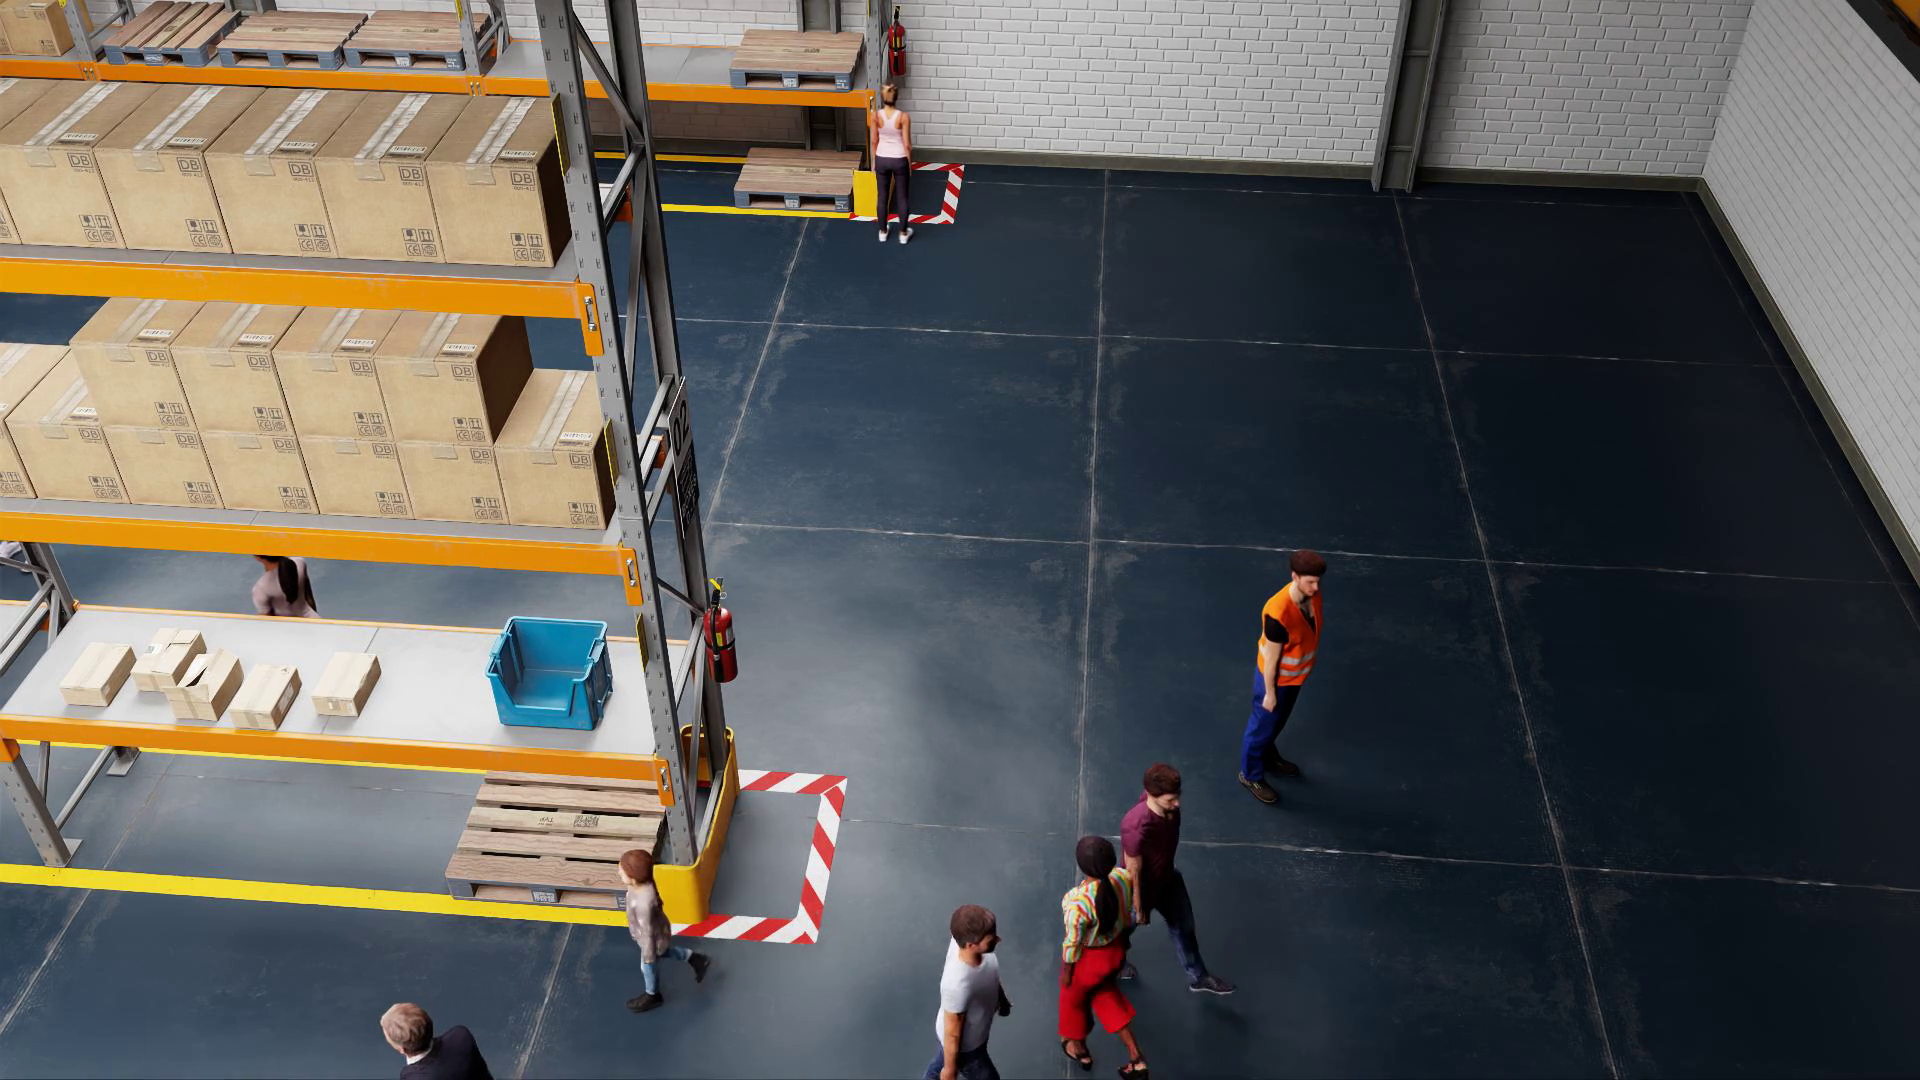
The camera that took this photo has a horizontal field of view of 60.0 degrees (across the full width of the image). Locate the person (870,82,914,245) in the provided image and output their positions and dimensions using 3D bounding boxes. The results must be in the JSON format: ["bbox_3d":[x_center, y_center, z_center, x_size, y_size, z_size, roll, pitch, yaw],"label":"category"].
[{"bbox_3d":[-0.658,-3.646,16.078,0.482,1.643,0.632,7,39,8],"label":"person"}]

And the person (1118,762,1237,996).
[{"bbox_3d":[0.941,1.822,9.101,1.192,1.804,0.995,20,43,23],"label":"person"}]

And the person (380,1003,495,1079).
[{"bbox_3d":[-2.353,2.815,7.864,1.083,1.797,0.928,18,42,21],"label":"person"}]

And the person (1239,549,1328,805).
[{"bbox_3d":[1.992,0.804,10.315,0.817,1.881,0.792,26,45,29],"label":"person"}]

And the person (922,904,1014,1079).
[{"bbox_3d":[-0.065,2.444,8.299,1.053,1.834,0.672,4,39,5],"label":"person"}]

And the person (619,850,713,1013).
[{"bbox_3d":[-1.661,2.148,9.195,0.805,1.178,0.635,-10,40,-12],"label":"person"}]

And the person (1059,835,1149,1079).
[{"bbox_3d":[0.761,2.250,8.591,0.874,1.771,0.936,-30,48,-32],"label":"person"}]
